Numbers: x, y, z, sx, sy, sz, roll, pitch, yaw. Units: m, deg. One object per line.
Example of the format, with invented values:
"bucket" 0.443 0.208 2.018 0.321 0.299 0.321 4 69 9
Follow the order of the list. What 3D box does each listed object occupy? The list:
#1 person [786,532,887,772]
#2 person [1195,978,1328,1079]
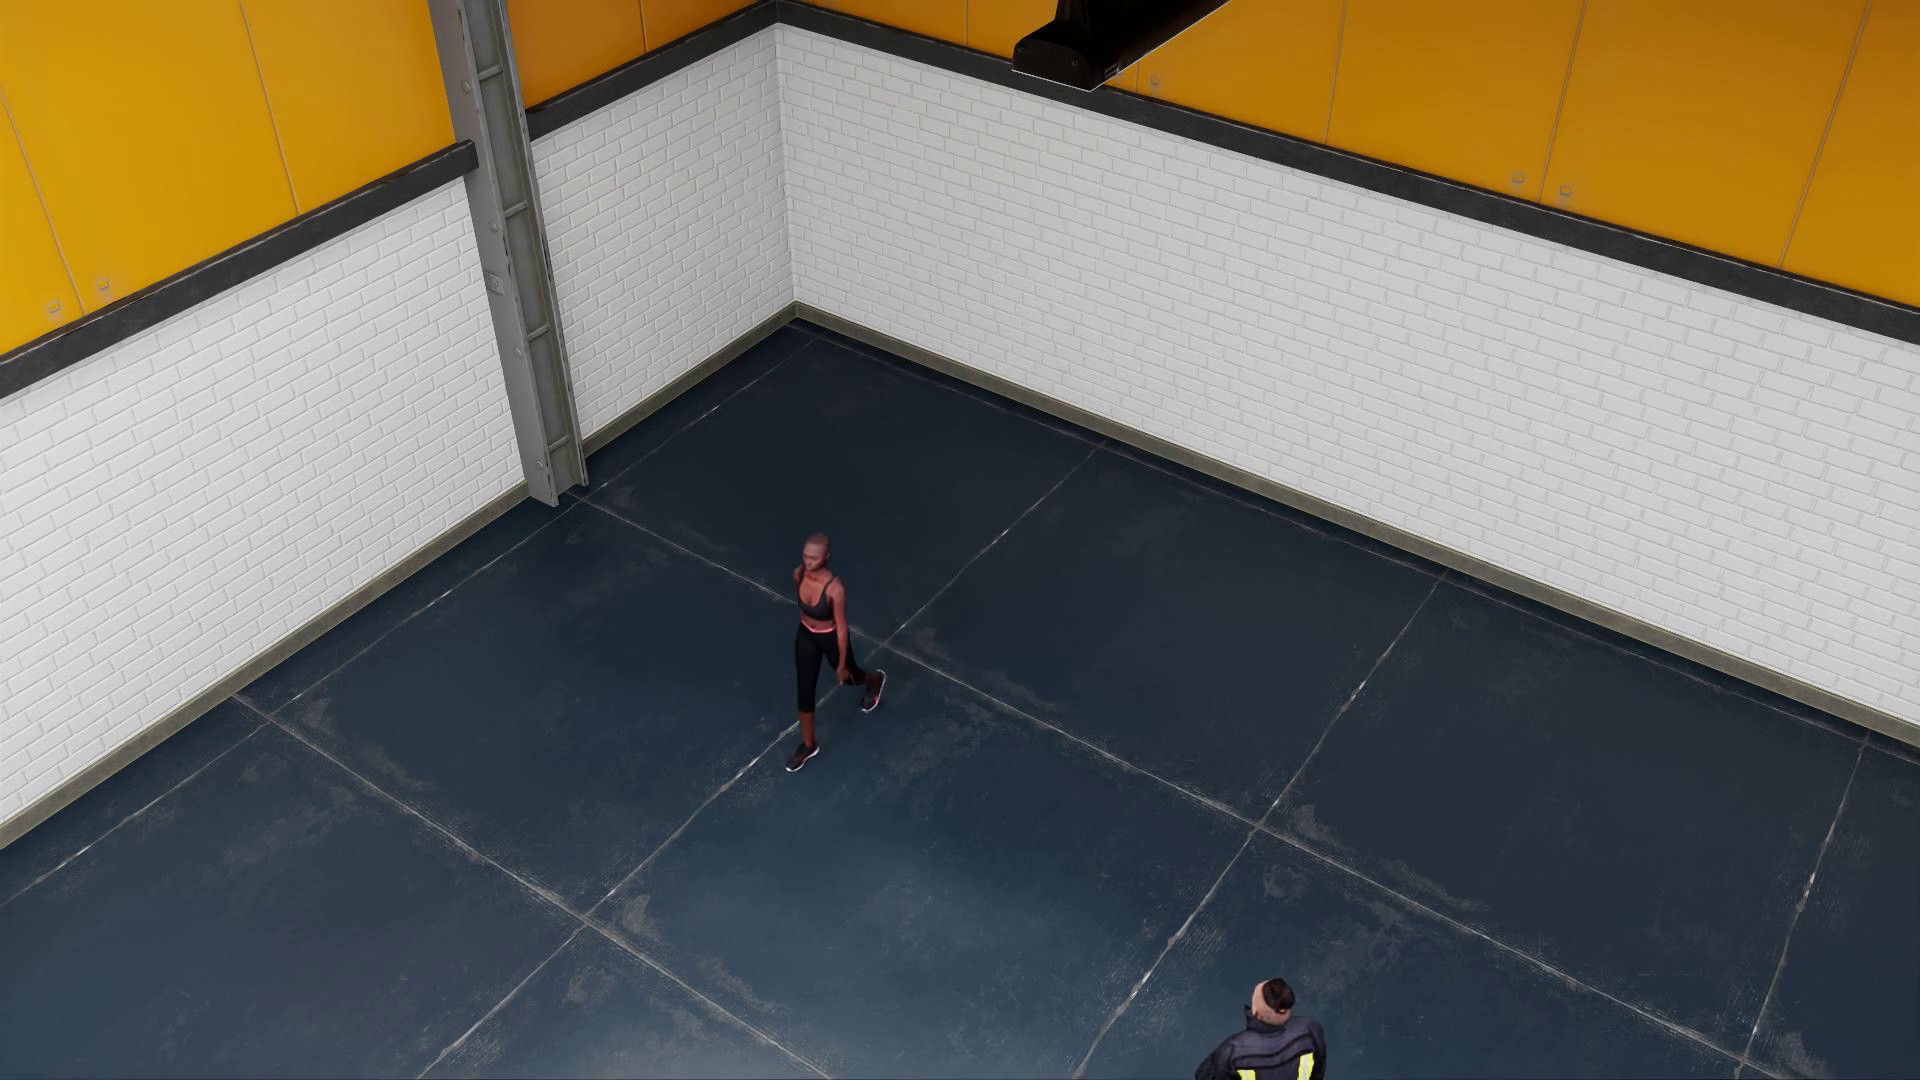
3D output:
"person" -0.795 0.623 10.723 0.613 1.717 1.185 21 43 25
"person" 1.453 2.764 7.938 0.929 1.847 1.008 -13 41 -16
